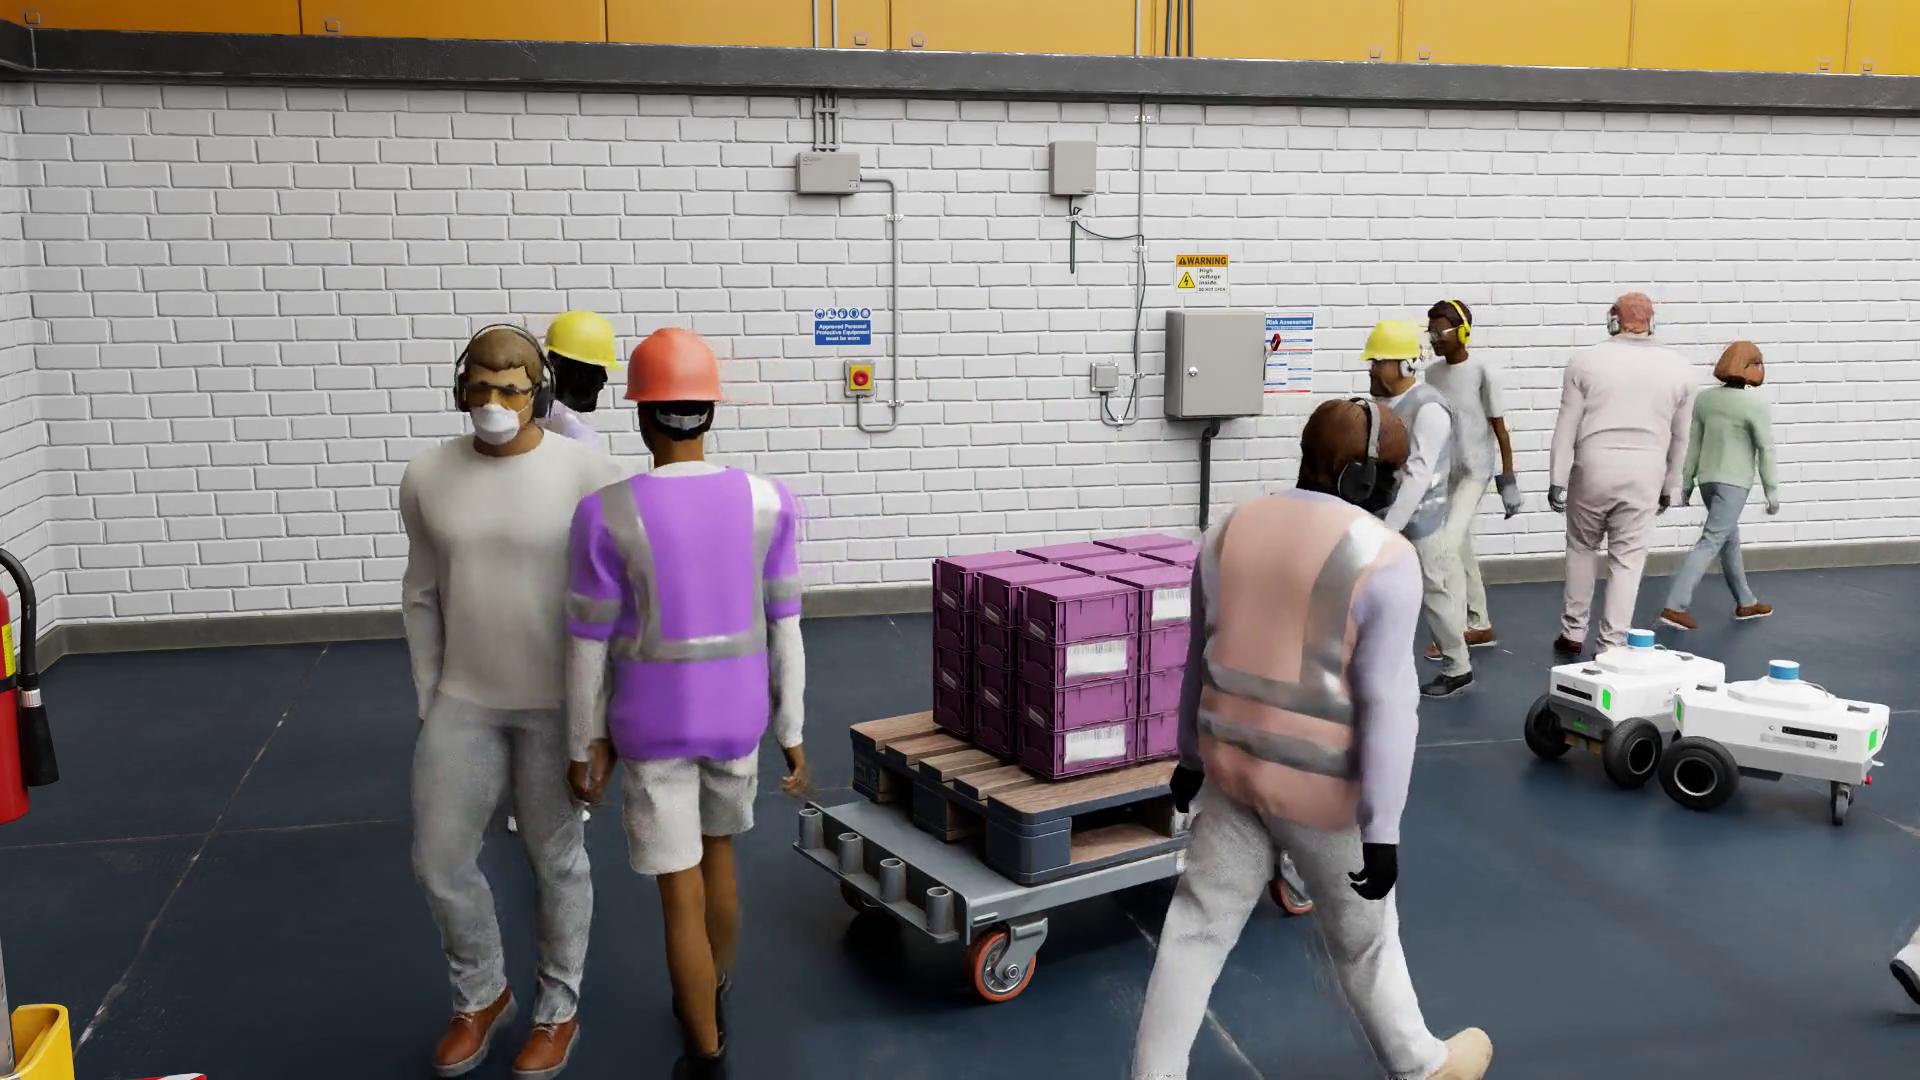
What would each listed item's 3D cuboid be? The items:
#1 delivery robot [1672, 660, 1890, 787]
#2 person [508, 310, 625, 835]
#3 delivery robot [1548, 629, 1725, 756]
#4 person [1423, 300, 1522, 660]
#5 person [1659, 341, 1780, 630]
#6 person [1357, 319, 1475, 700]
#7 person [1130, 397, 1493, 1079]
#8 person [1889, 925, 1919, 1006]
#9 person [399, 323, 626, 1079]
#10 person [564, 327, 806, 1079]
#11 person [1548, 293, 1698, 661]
[{"bbox_3d":[3.074,0.695,6.240,0.707,0.478,0.477,7,12,33],"label":"delivery robot"},{"bbox_3d":[-1.414,0.141,5.887,0.496,1.889,0.626,-6,12,-29],"label":"person"},{"bbox_3d":[2.744,0.605,6.736,0.707,0.478,0.477,-5,11,-26],"label":"delivery robot"},{"bbox_3d":[2.564,-0.299,8.480,0.667,1.825,0.571,-4,11,-23],"label":"person"},{"bbox_3d":[4.215,-0.300,9.146,0.865,1.591,0.518,-4,11,-21],"label":"person"},{"bbox_3d":[2.010,-0.114,7.596,0.908,1.783,0.573,-4,11,-22],"label":"person"},{"bbox_3d":[0.798,0.555,3.881,1.006,1.764,0.721,-8,13,-38],"label":"person"},{"bbox_3d":[2.959,0.546,4.417,0.806,1.601,0.520,-2,10,-9],"label":"person"},{"bbox_3d":[-1.113,0.433,4.140,0.647,1.923,0.477,2,10,10],"label":"person"},{"bbox_3d":[-0.725,0.433,4.170,0.571,1.913,0.780,-6,12,-28],"label":"person"},{"bbox_3d":[3.292,-0.296,8.352,0.670,1.865,0.678,2,10,12],"label":"person"}]
